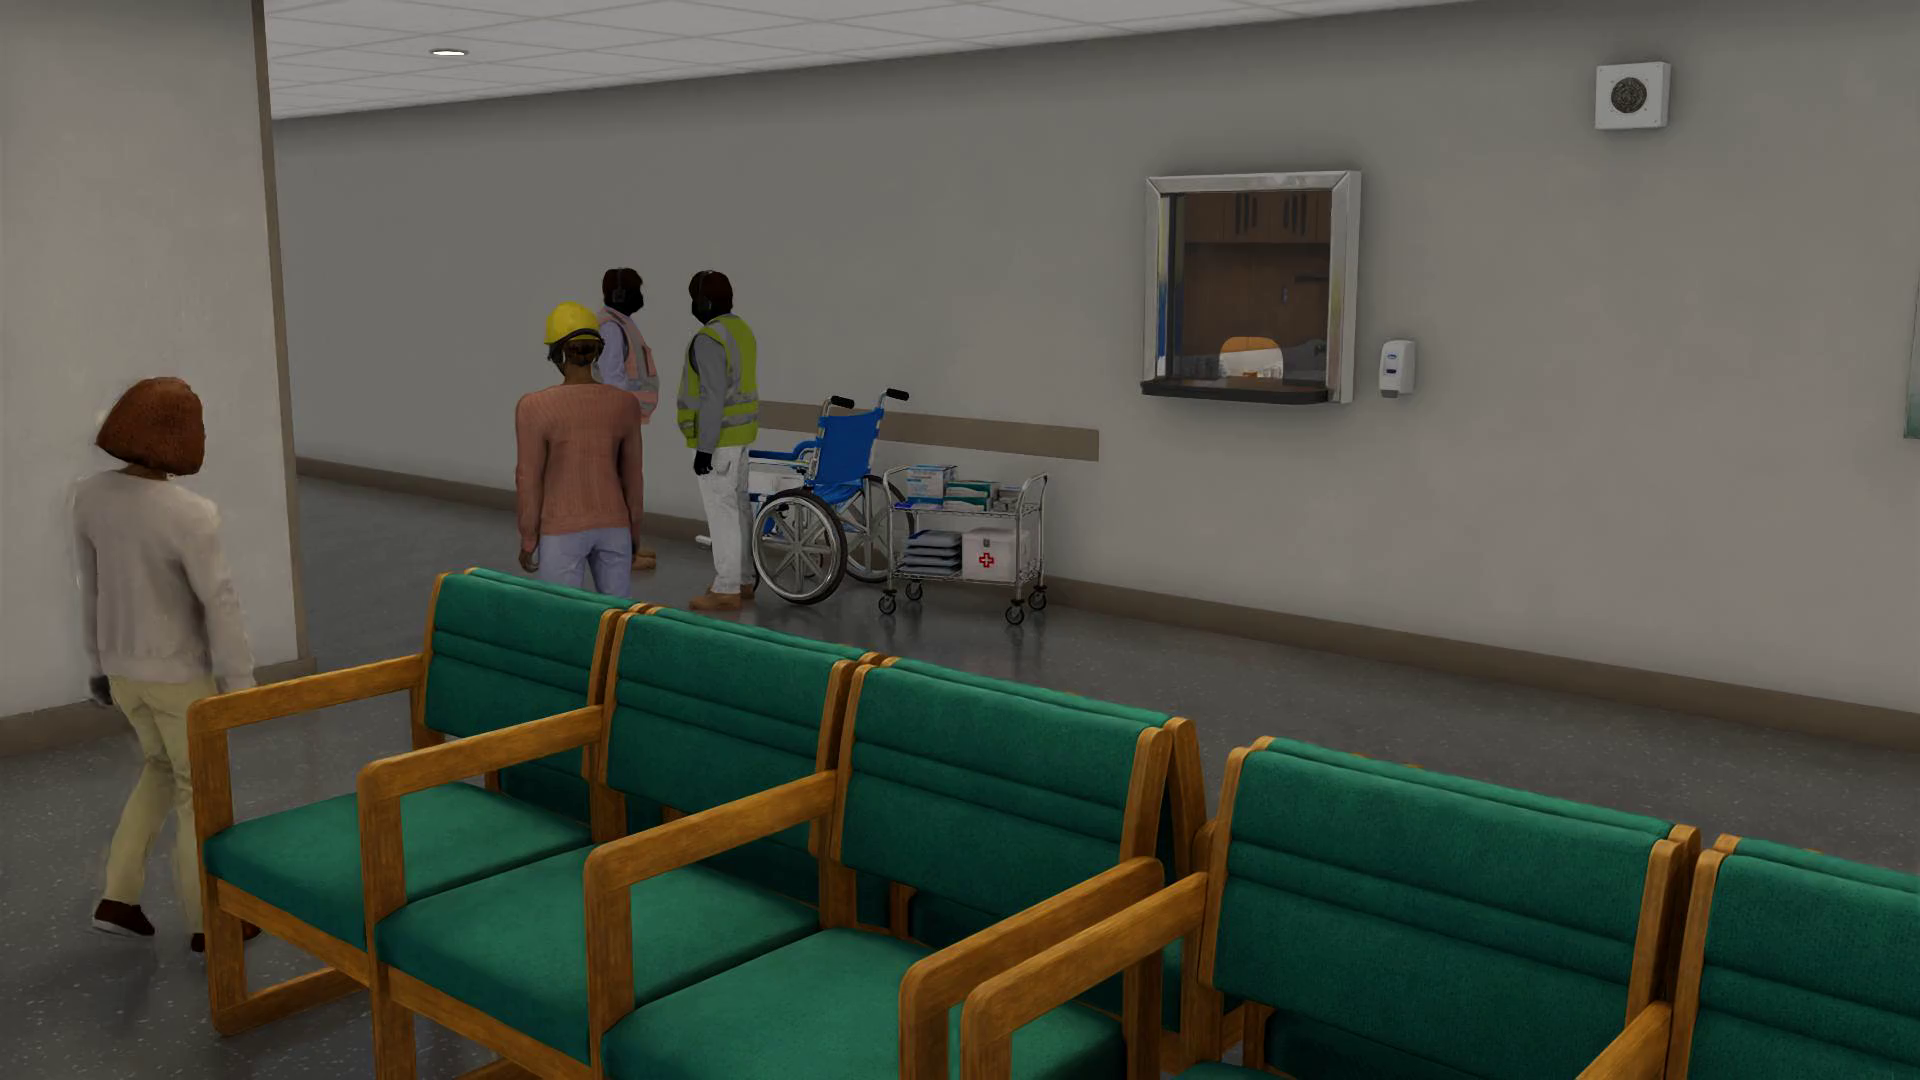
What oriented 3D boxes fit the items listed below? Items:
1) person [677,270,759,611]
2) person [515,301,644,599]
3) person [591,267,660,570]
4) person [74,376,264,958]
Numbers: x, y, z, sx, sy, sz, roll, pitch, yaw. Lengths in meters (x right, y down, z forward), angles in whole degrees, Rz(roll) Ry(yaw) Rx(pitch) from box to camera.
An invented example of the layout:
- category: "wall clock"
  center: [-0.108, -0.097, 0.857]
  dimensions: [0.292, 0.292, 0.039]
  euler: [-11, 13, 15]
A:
- category: "person"
  center: [-1.317, -0.537, 9.045]
  dimensions: [0.428, 1.840, 0.631]
  euler: [2, 10, 10]
- category: "person"
  center: [-1.460, -0.033, 6.414]
  dimensions: [0.518, 1.757, 0.340]
  euler: [-8, 13, -39]
- category: "person"
  center: [-2.058, -0.745, 10.228]
  dimensions: [0.430, 1.844, 0.619]
  euler: [-1, 10, -8]
- category: "person"
  center: [-2.145, 0.369, 4.523]
  dimensions: [0.527, 1.622, 0.343]
  euler: [5, 11, 25]
